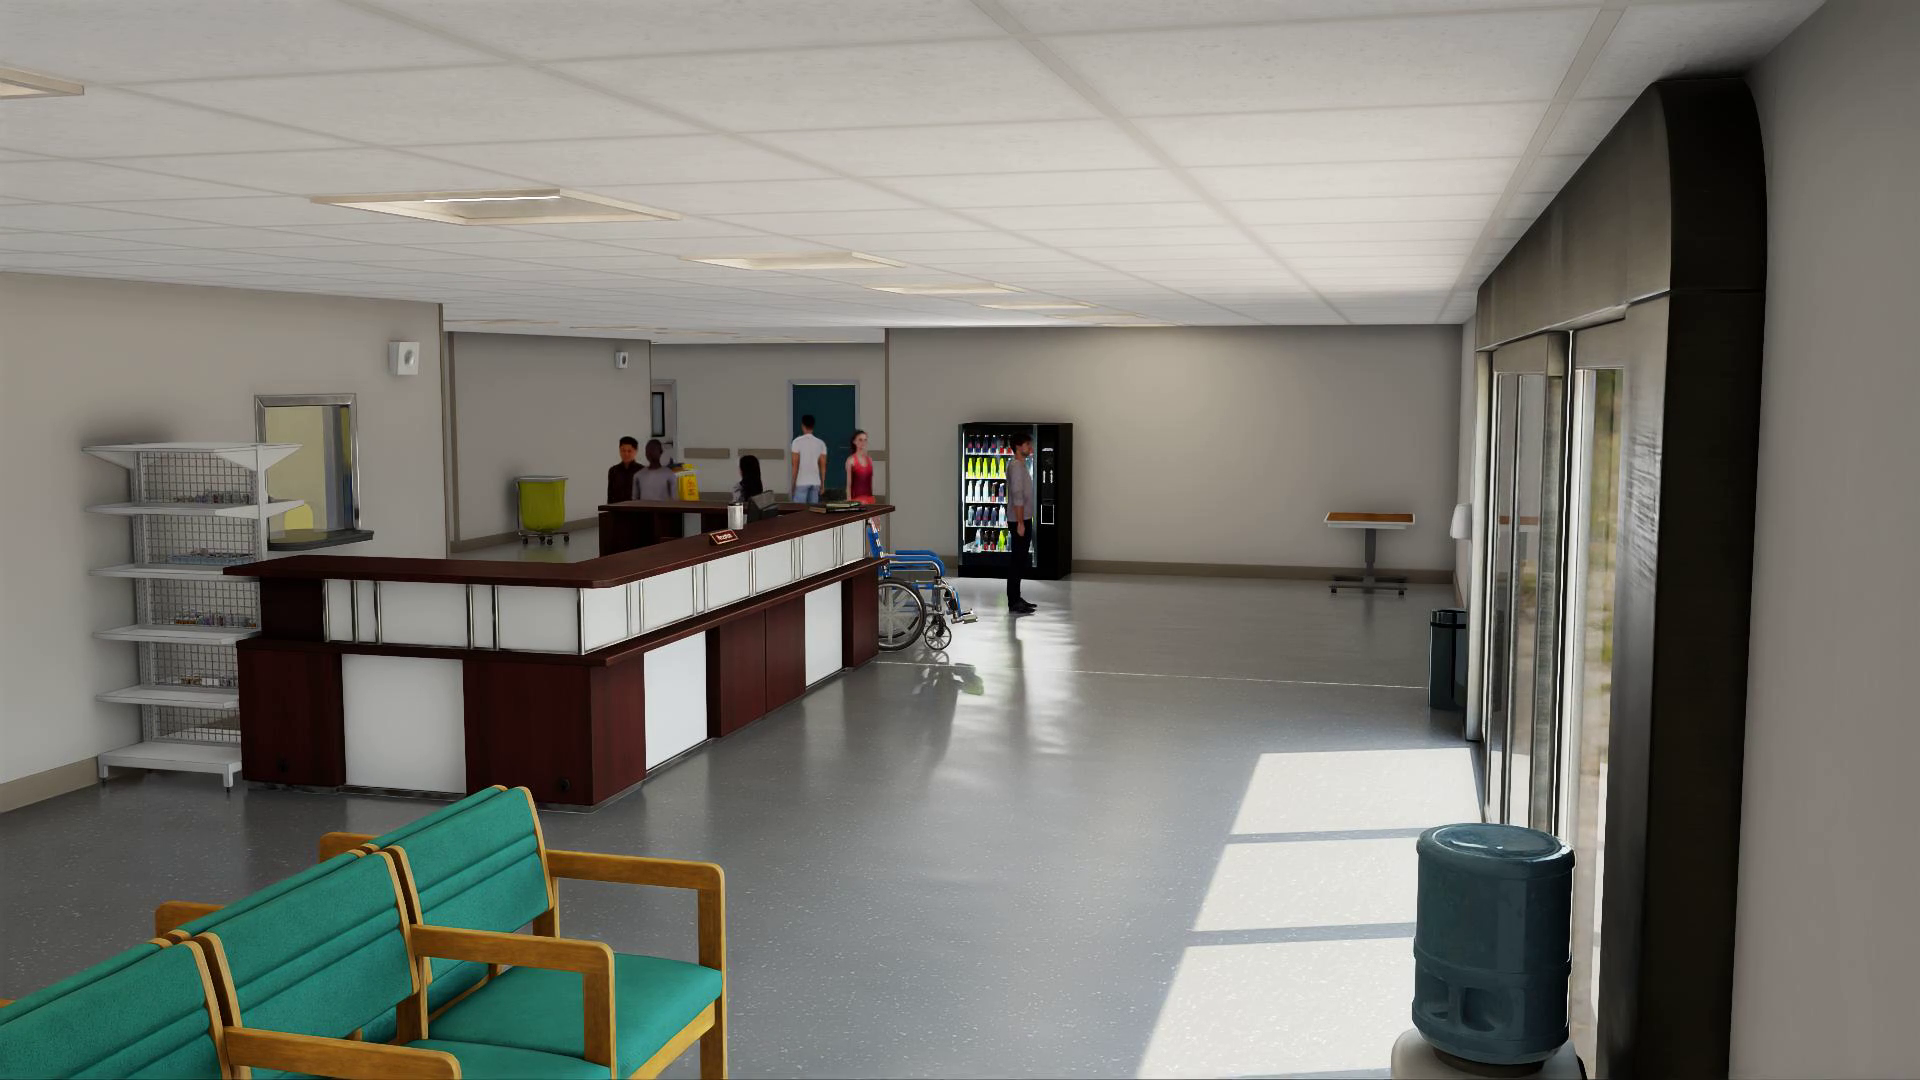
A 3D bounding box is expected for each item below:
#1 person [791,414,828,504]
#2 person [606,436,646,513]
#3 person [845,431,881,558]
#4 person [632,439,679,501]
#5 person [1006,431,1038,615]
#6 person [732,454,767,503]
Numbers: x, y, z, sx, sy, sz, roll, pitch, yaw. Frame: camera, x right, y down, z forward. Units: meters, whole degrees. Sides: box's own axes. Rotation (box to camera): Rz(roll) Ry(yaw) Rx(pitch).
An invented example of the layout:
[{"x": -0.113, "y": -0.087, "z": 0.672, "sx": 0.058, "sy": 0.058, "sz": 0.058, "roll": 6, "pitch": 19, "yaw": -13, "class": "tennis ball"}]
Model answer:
[{"x": -2.093, "y": -0.799, "z": 23.046, "sx": 1.056, "sy": 1.843, "sz": 1.102, "roll": -3, "pitch": 6, "yaw": -26, "class": "person"}, {"x": -3.467, "y": -0.206, "z": 17.573, "sx": 0.917, "sy": 1.759, "sz": 0.805, "roll": 1, "pitch": 6, "yaw": 6, "class": "person"}, {"x": -1.255, "y": -0.457, "z": 20.169, "sx": 0.713, "sy": 1.739, "sz": 0.764, "roll": -5, "pitch": 7, "yaw": -39, "class": "person"}, {"x": -3.059, "y": -0.123, "z": 16.905, "sx": 1.120, "sy": 1.728, "sz": 0.732, "roll": 1, "pitch": 6, "yaw": 12, "class": "person"}, {"x": 0.607, "y": -0.192, "z": 17.006, "sx": 0.583, "sy": 1.844, "sz": 0.688, "roll": 1, "pitch": 6, "yaw": 7, "class": "person"}, {"x": -2.087, "y": -0.050, "z": 16.642, "sx": 0.634, "sy": 1.636, "sz": 0.667, "roll": 4, "pitch": 7, "yaw": 36, "class": "person"}]
